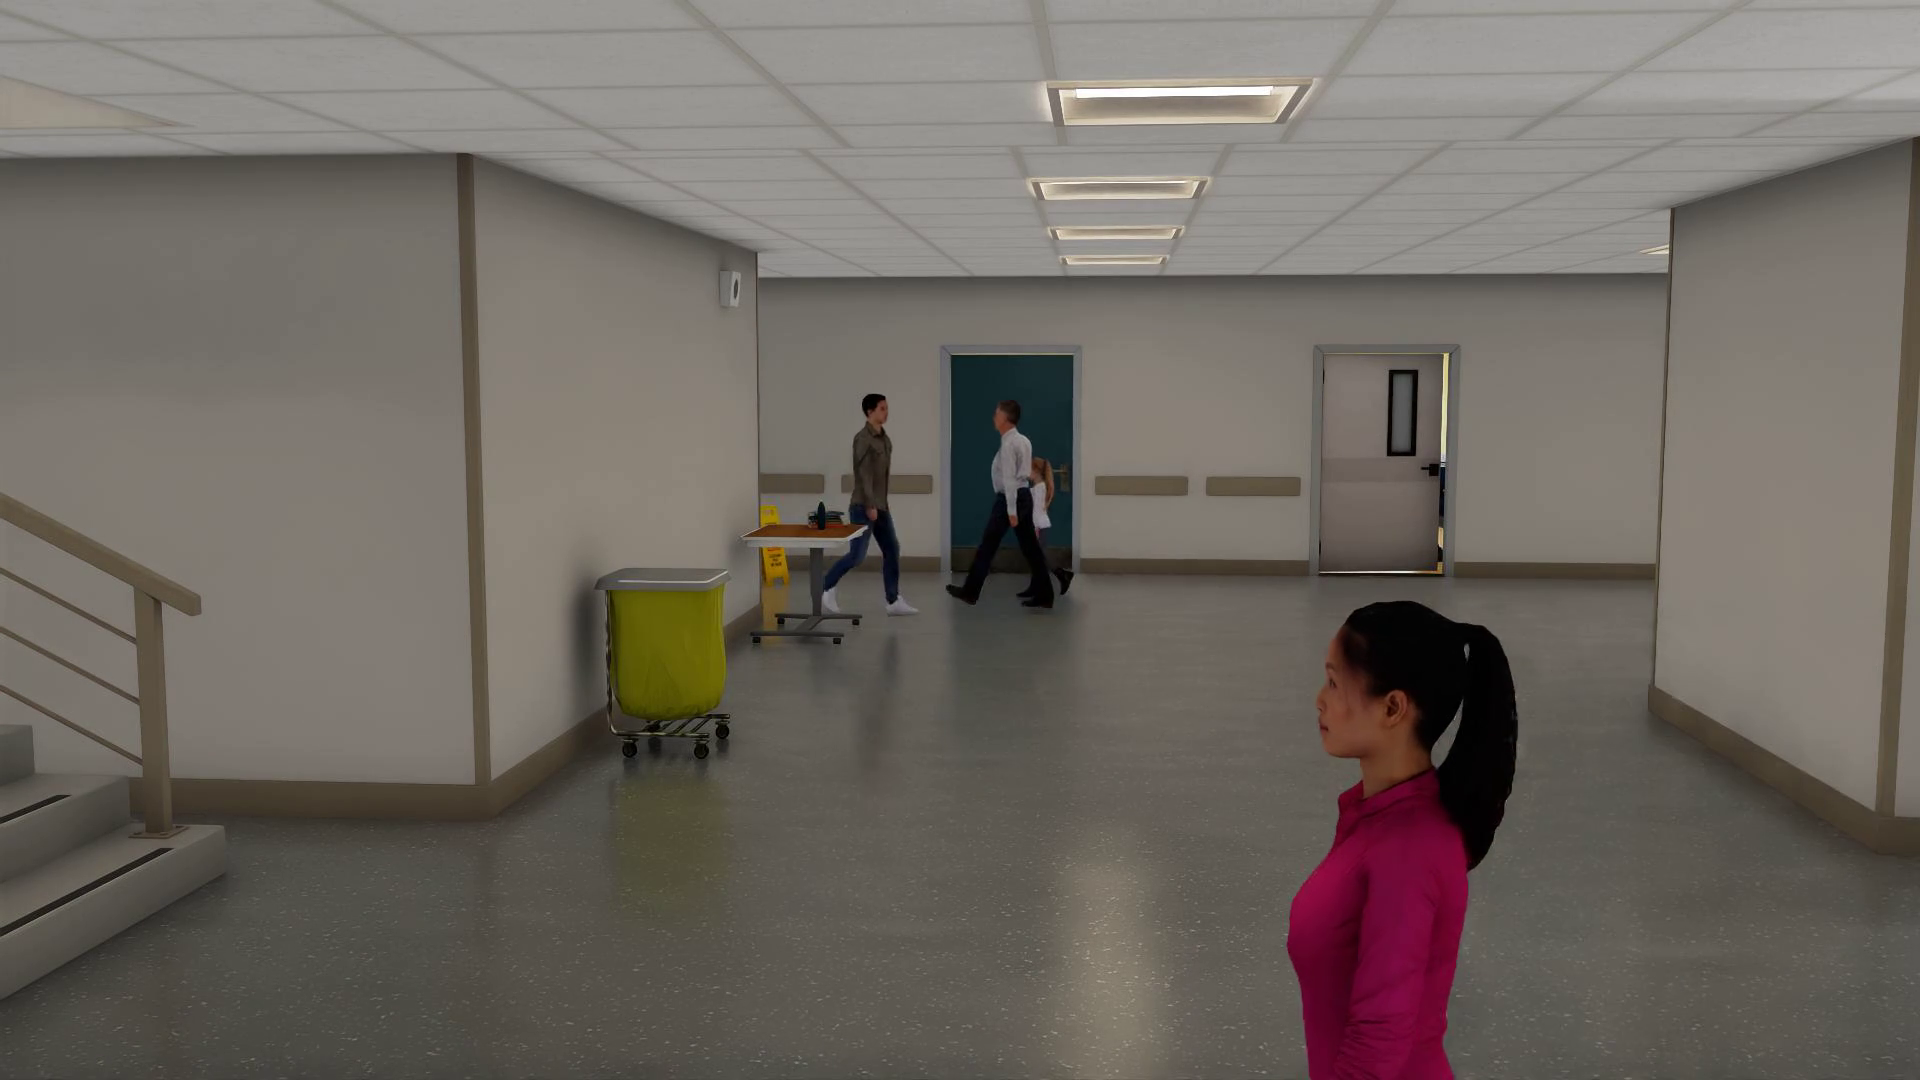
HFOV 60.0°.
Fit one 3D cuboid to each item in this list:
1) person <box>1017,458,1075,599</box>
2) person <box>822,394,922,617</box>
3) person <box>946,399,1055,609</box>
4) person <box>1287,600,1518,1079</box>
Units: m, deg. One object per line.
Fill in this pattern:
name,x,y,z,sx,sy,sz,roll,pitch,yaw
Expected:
person,0.767,-0.099,14.908,0.725,1.268,0.514,0,6,0
person,-0.830,-0.269,13.715,1.264,1.844,0.970,3,6,28
person,0.533,-0.262,14.058,1.240,1.762,0.905,2,6,23
person,0.743,0.956,2.486,1.093,1.655,0.618,1,6,7
